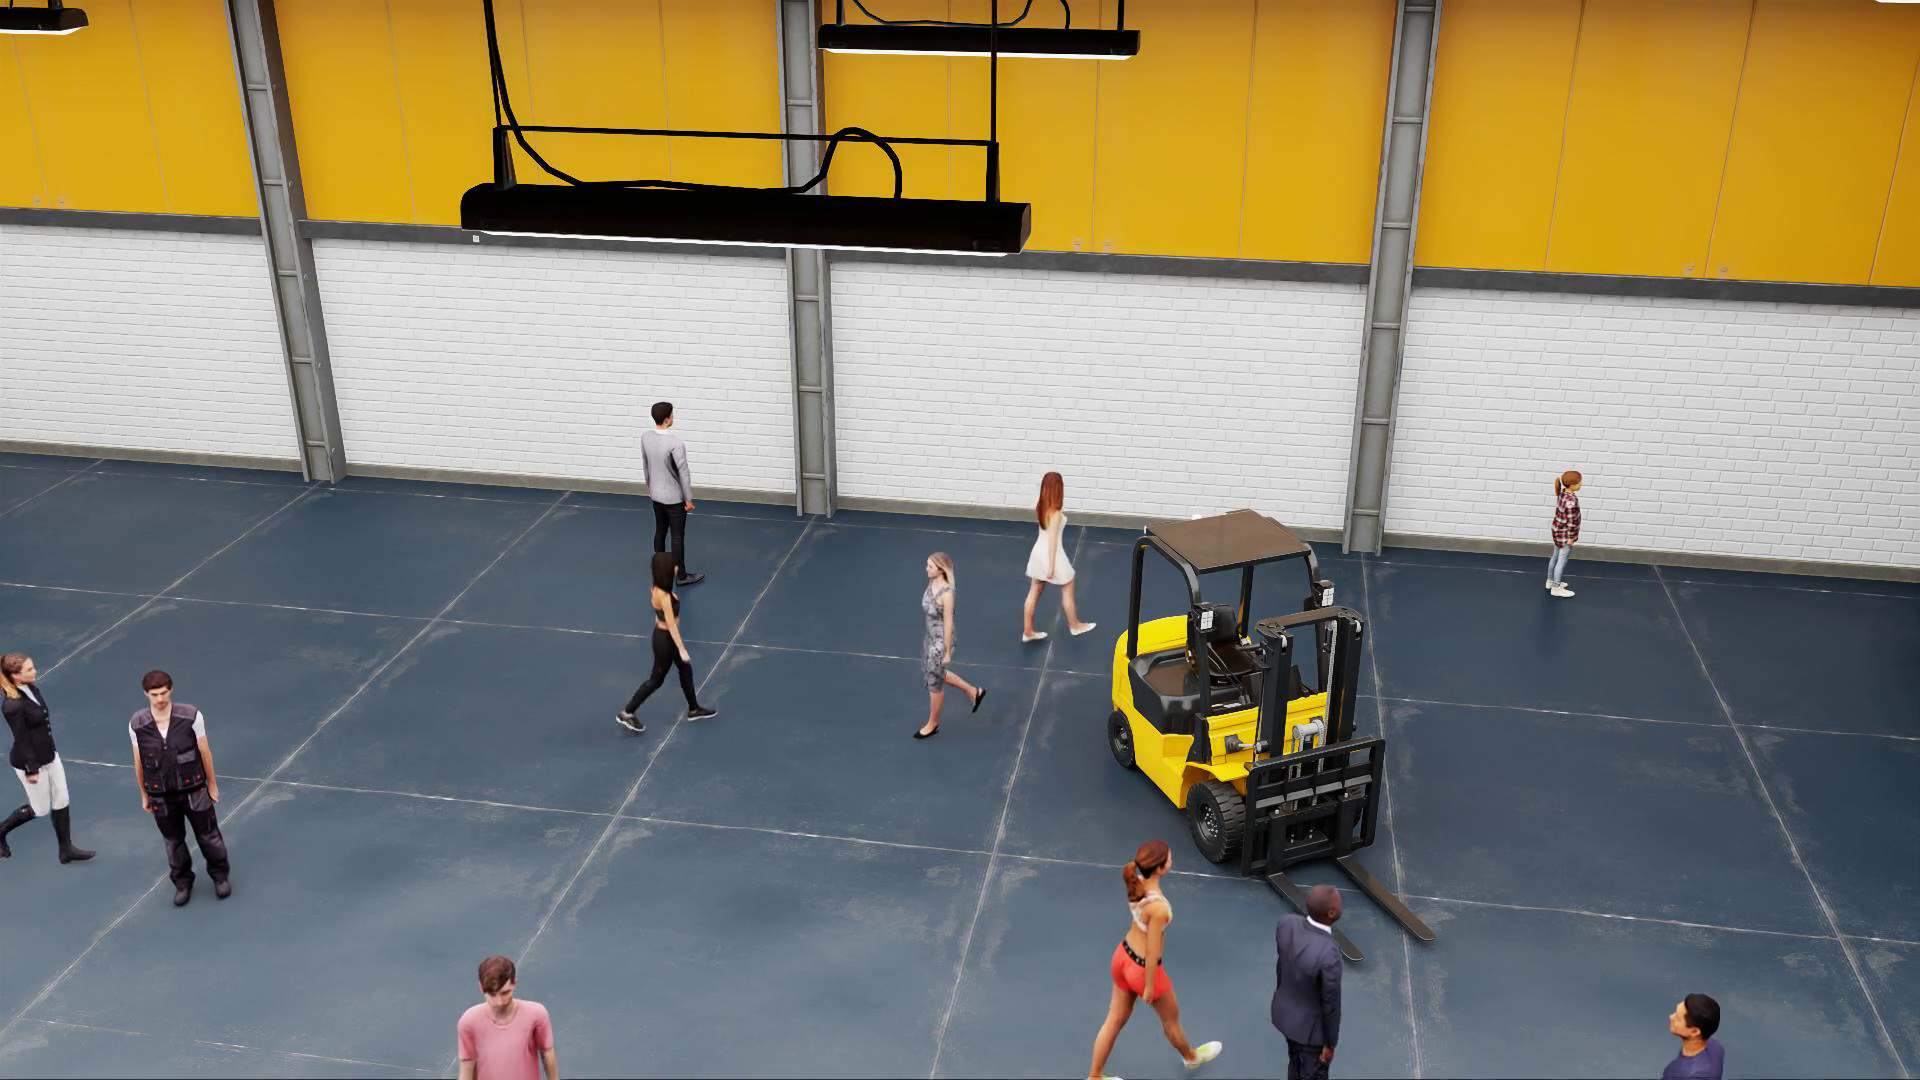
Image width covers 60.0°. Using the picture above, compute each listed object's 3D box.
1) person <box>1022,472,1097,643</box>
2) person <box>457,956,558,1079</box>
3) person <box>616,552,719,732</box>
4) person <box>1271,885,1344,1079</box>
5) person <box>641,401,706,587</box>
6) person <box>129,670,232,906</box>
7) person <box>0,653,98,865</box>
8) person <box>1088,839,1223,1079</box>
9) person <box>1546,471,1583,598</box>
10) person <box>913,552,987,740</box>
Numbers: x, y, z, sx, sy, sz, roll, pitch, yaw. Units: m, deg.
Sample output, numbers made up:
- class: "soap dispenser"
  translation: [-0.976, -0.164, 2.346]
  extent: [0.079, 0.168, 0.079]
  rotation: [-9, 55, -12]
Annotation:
- class: "person"
  translation: [0.747, 0.187, 15.501]
  extent: [1.041, 1.683, 0.904]
  rotation: [-11, 26, -24]
- class: "person"
  translation: [-2.380, 2.960, 8.856]
  extent: [1.083, 1.924, 0.932]
  rotation: [-4, 24, -8]
- class: "person"
  translation: [-2.554, 0.891, 13.982]
  extent: [1.151, 1.610, 0.839]
  rotation: [-5, 24, -11]
- class: "person"
  translation: [1.906, 2.762, 9.461]
  extent: [1.113, 1.803, 1.005]
  rotation: [-11, 26, -23]
- class: "person"
  translation: [-2.943, -0.472, 16.711]
  extent: [0.726, 1.921, 0.888]
  rotation: [16, 28, 32]
- class: "person"
  translation: [-5.521, 1.738, 11.753]
  extent: [0.700, 1.843, 0.812]
  rotation: [-7, 25, -16]
- class: "person"
  translation: [-6.835, 1.638, 12.147]
  extent: [1.007, 1.710, 0.750]
  rotation: [-1, 24, -2]
- class: "person"
  translation: [0.991, 2.597, 9.910]
  extent: [1.195, 1.745, 1.011]
  rotation: [-10, 25, -21]
- class: "person"
  translation: [6.029, -0.085, 16.594]
  extent: [0.550, 1.306, 0.546]
  rotation: [1, 24, 3]
- class: "person"
  translation: [-0.083, 0.866, 13.940]
  extent: [0.999, 1.689, 0.843]
  rotation: [-8, 25, -18]
